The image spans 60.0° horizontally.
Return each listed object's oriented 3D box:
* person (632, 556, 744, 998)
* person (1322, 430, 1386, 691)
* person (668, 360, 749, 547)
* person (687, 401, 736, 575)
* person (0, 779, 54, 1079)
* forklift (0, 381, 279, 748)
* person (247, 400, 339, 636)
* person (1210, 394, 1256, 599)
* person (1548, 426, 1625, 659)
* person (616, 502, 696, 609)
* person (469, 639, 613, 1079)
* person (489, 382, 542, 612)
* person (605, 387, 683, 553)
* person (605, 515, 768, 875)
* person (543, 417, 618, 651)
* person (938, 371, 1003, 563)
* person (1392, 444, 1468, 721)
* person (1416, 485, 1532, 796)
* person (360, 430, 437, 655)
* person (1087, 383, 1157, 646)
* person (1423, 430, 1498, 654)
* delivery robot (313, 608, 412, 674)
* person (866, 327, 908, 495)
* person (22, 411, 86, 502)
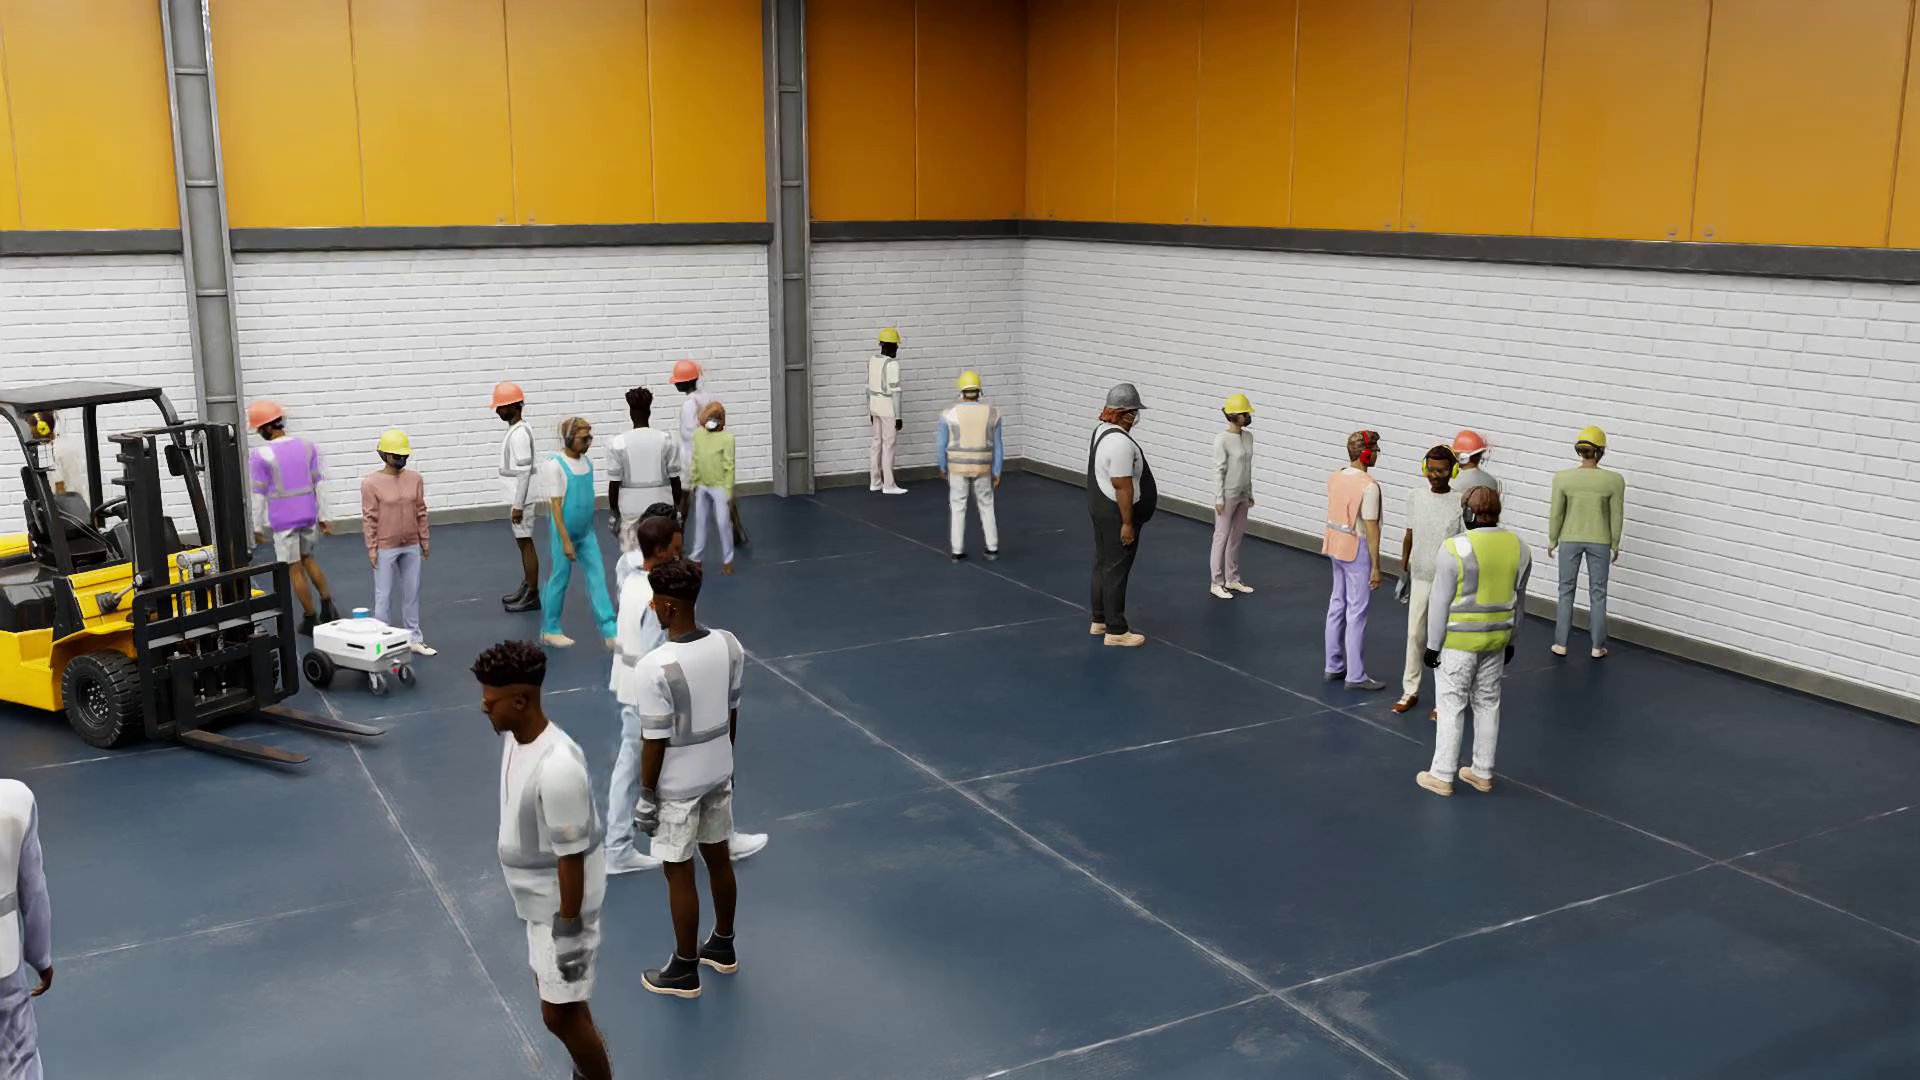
[{"bbox_3d":[-1.199,1.031,7.306,0.367,1.966,0.605,7,14,31],"label":"person"},{"bbox_3d":[2.776,0.140,11.758,0.389,1.848,0.563,-4,13,-20],"label":"person"},{"bbox_3d":[-2.524,-0.837,16.276,1.000,1.877,0.629,5,13,20],"label":"person"},{"bbox_3d":[-2.332,-0.494,15.283,0.720,1.609,0.286,9,15,36],"label":"person"},{"bbox_3d":[-3.309,1.448,5.495,0.595,1.913,0.387,-10,16,-40],"label":"person"},{"bbox_3d":[-5.853,0.085,11.199,2.313,2.155,1.214,7,14,28],"label":"forklift"},{"bbox_3d":[-5.272,-0.162,13.077,0.458,1.890,0.588,8,15,34],"label":"person"},{"bbox_3d":[2.376,-0.384,14.400,0.296,1.772,0.533,11,16,42],"label":"person"},{"bbox_3d":[4.700,0.021,12.522,0.524,1.764,0.329,5,13,21],"label":"person"},{"bbox_3d":[-1.790,0.613,9.916,0.535,1.691,0.318,5,13,23],"label":"person"},{"bbox_3d":[-1.492,1.305,6.071,0.445,1.940,0.647,-6,13,-26],"label":"person"},{"bbox_3d":[-3.709,-0.361,13.912,0.364,1.933,0.543,-4,13,-17],"label":"person"},{"bbox_3d":[-2.512,-0.245,13.282,0.604,1.967,0.367,-4,13,-17],"label":"person"},{"bbox_3d":[-1.457,0.792,8.611,0.923,1.879,0.601,-5,13,-23],"label":"person"},{"bbox_3d":[-2.894,-0.031,12.658,0.839,1.806,0.526,7,14,30],"label":"person"},{"bbox_3d":[0.099,-0.680,15.677,0.602,1.816,0.446,-2,12,-8],"label":"person"},{"bbox_3d":[3.159,0.279,11.095,0.515,1.860,0.328,10,15,38],"label":"person"},{"bbox_3d":[2.993,0.589,9.712,0.633,1.830,0.429,-5,13,-21],"label":"person"},{"bbox_3d":[-4.183,0.047,12.413,0.341,1.761,0.524,10,16,40],"label":"person"},{"bbox_3d":[1.267,-0.213,12.961,0.535,2.000,0.688,-3,12,-12],"label":"person"},{"bbox_3d":[3.729,0.036,12.489,0.590,1.735,0.522,-9,15,-35],"label":"person"},{"bbox_3d":[-4.250,0.729,11.830,0.707,0.478,0.477,7,14,29],"label":"delivery robot"},{"bbox_3d":[-0.846,-1.490,19.219,0.382,1.923,0.593,-9,15,-36],"label":"person"},{"bbox_3d":[-7.059,-0.133,13.055,0.451,1.836,0.558,-4,13,-16],"label":"person"}]
